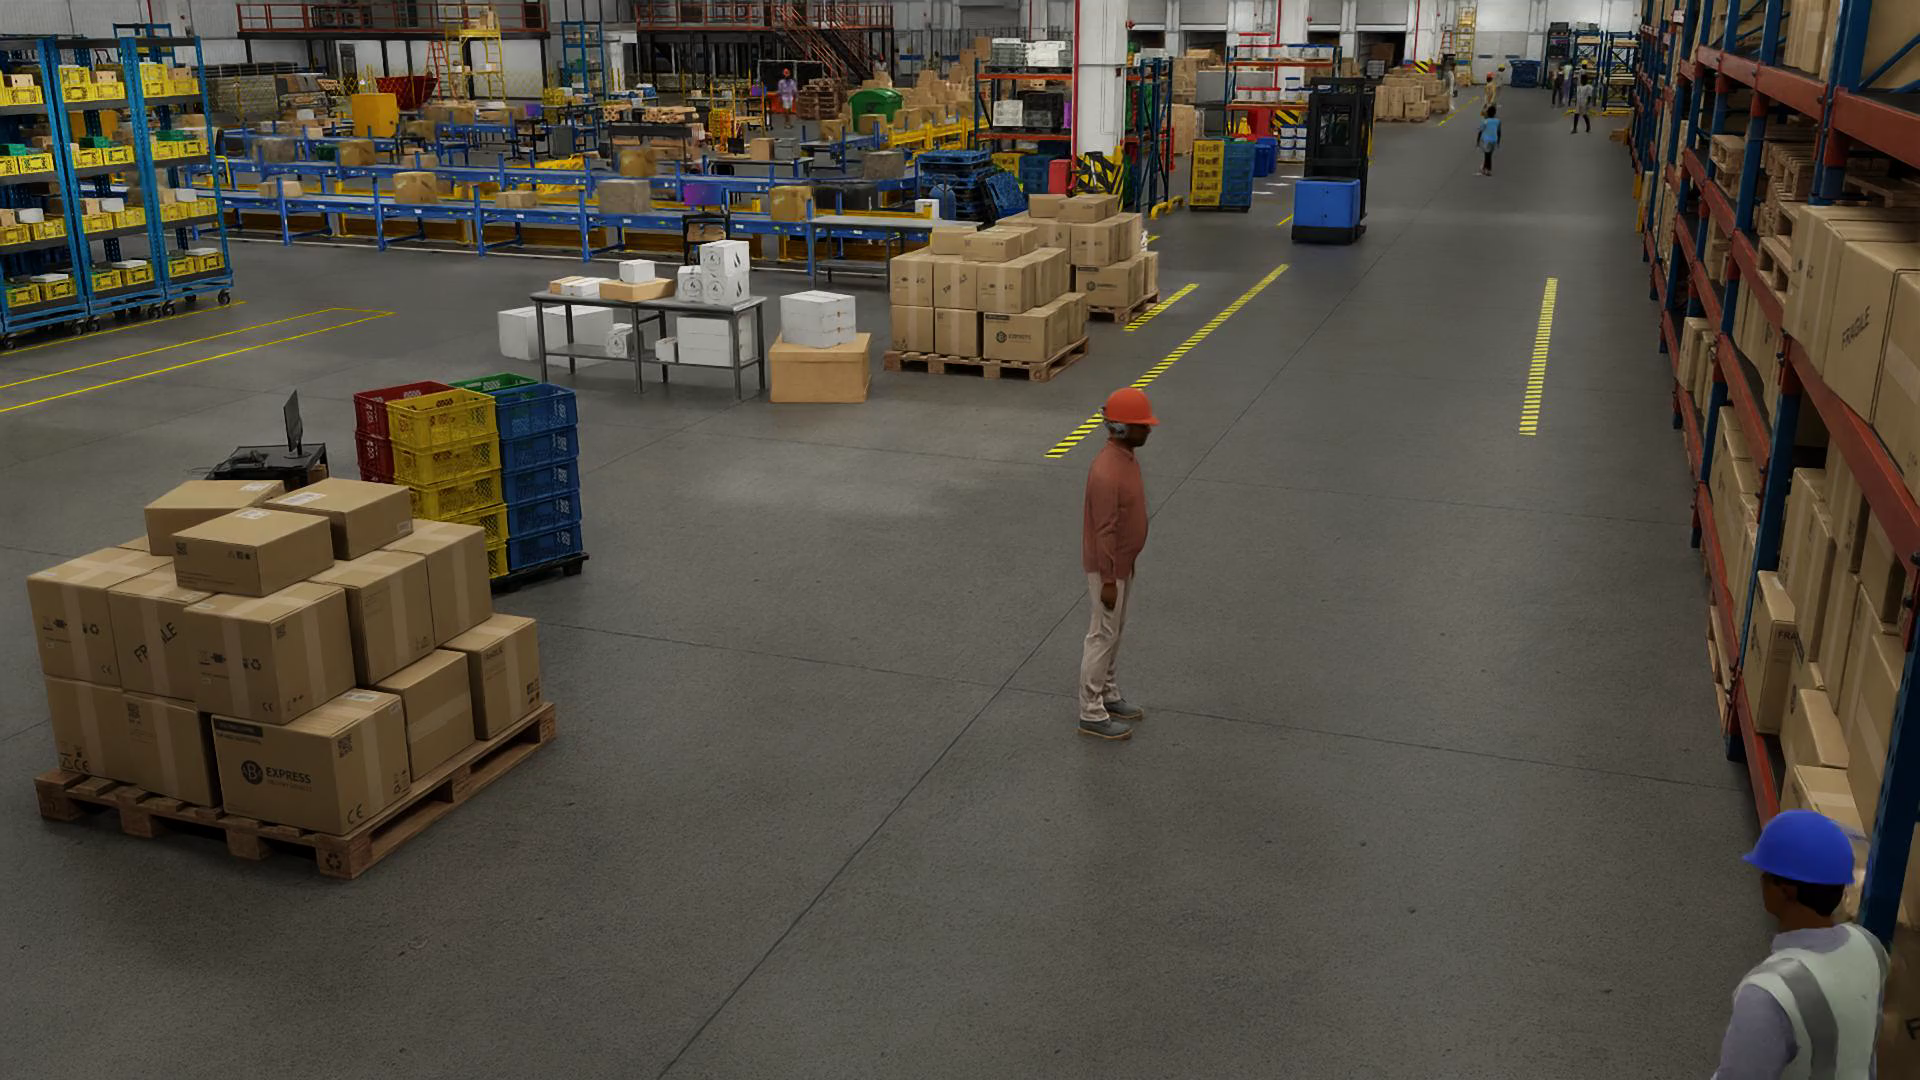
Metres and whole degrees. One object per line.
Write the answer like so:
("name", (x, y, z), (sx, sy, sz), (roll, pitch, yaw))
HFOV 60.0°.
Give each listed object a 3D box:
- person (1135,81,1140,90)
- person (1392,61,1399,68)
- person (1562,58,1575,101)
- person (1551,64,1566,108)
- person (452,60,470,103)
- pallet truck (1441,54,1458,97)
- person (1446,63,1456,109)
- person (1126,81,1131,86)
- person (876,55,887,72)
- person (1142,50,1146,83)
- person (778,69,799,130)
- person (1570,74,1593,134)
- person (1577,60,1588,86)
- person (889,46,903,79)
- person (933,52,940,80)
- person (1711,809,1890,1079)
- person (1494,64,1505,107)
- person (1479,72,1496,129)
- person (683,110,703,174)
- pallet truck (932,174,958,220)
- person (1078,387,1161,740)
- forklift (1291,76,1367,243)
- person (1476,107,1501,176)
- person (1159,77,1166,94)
("person", (8.777, -22.979, 81.925), (0.389, 1.925, 0.626), (-11, 21, -32))
("person", (20.618, -21.927, 79.043), (0.886, 1.641, 0.551), (-8, 19, -24))
("person", (27.434, -20.668, 74.723), (0.876, 1.870, 0.628), (-2, 18, -7))
("person", (25.137, -19.055, 69.801), (0.552, 1.781, 0.994), (-1, 18, -3))
("person", (-21.876, -19.959, 72.535), (0.780, 1.858, 0.584), (5, 18, 16))
("pallet truck", (22.765, -21.886, 78.355), (0.823, 1.965, 1.885), (-4, 18, -14))
("person", (20.324, -18.891, 69.194), (0.701, 1.849, 0.530), (13, 22, 36))
("person", (6.043, -16.120, 60.240), (0.376, 1.997, 0.612), (-2, 18, -6))
("person", (-3.746, -22.283, 79.776), (0.545, 1.883, 0.969), (-4, 18, -12))
("person", (10.434, -26.728, 93.749), (0.631, 1.889, 1.012), (-12, 21, -33))
("person", (-5.850, -15.098, 57.016), (0.638, 1.991, 1.010), (-10, 20, -28))
("person", (20.635, -14.433, 55.038), (0.800, 1.939, 0.620), (-14, 22, -37))
("person", (26.175, -19.193, 70.005), (0.363, 1.930, 0.587), (9, 20, 26))
("person", (-3.836, -28.588, 99.574), (0.766, 1.904, 0.596), (7, 19, 20))
("person", (-1.284, -25.573, 90.239), (0.434, 1.828, 0.637), (15, 23, 39))
("person", (2.261, 1.676, 4.540), (0.689, 1.888, 1.017), (-16, 23, -40))
("person", (22.948, -19.303, 70.653), (0.321, 1.742, 0.492), (8, 19, 24))
("person", (18.003, -14.911, 56.563), (0.551, 1.922, 0.515), (-15, 23, -39))
("person", (-6.236, -9.359, 39.407), (0.826, 1.729, 0.552), (-3, 18, -10))
("pallet truck", (-0.507, -5.292, 27.348), (0.653, 1.274, 1.630), (6, 19, 19))
("person", (0.882, 0.126, 9.221), (0.413, 1.985, 0.611), (5, 18, 14))
("forklift", (6.598, -6.755, 29.381), (1.129, 2.768, 1.873), (6, 19, 19))
("person", (13.069, -9.856, 41.119), (0.547, 1.648, 0.867), (-3, 18, -8))
("person", (7.046, -15.360, 58.283), (0.700, 1.722, 0.605), (3, 18, 10))
